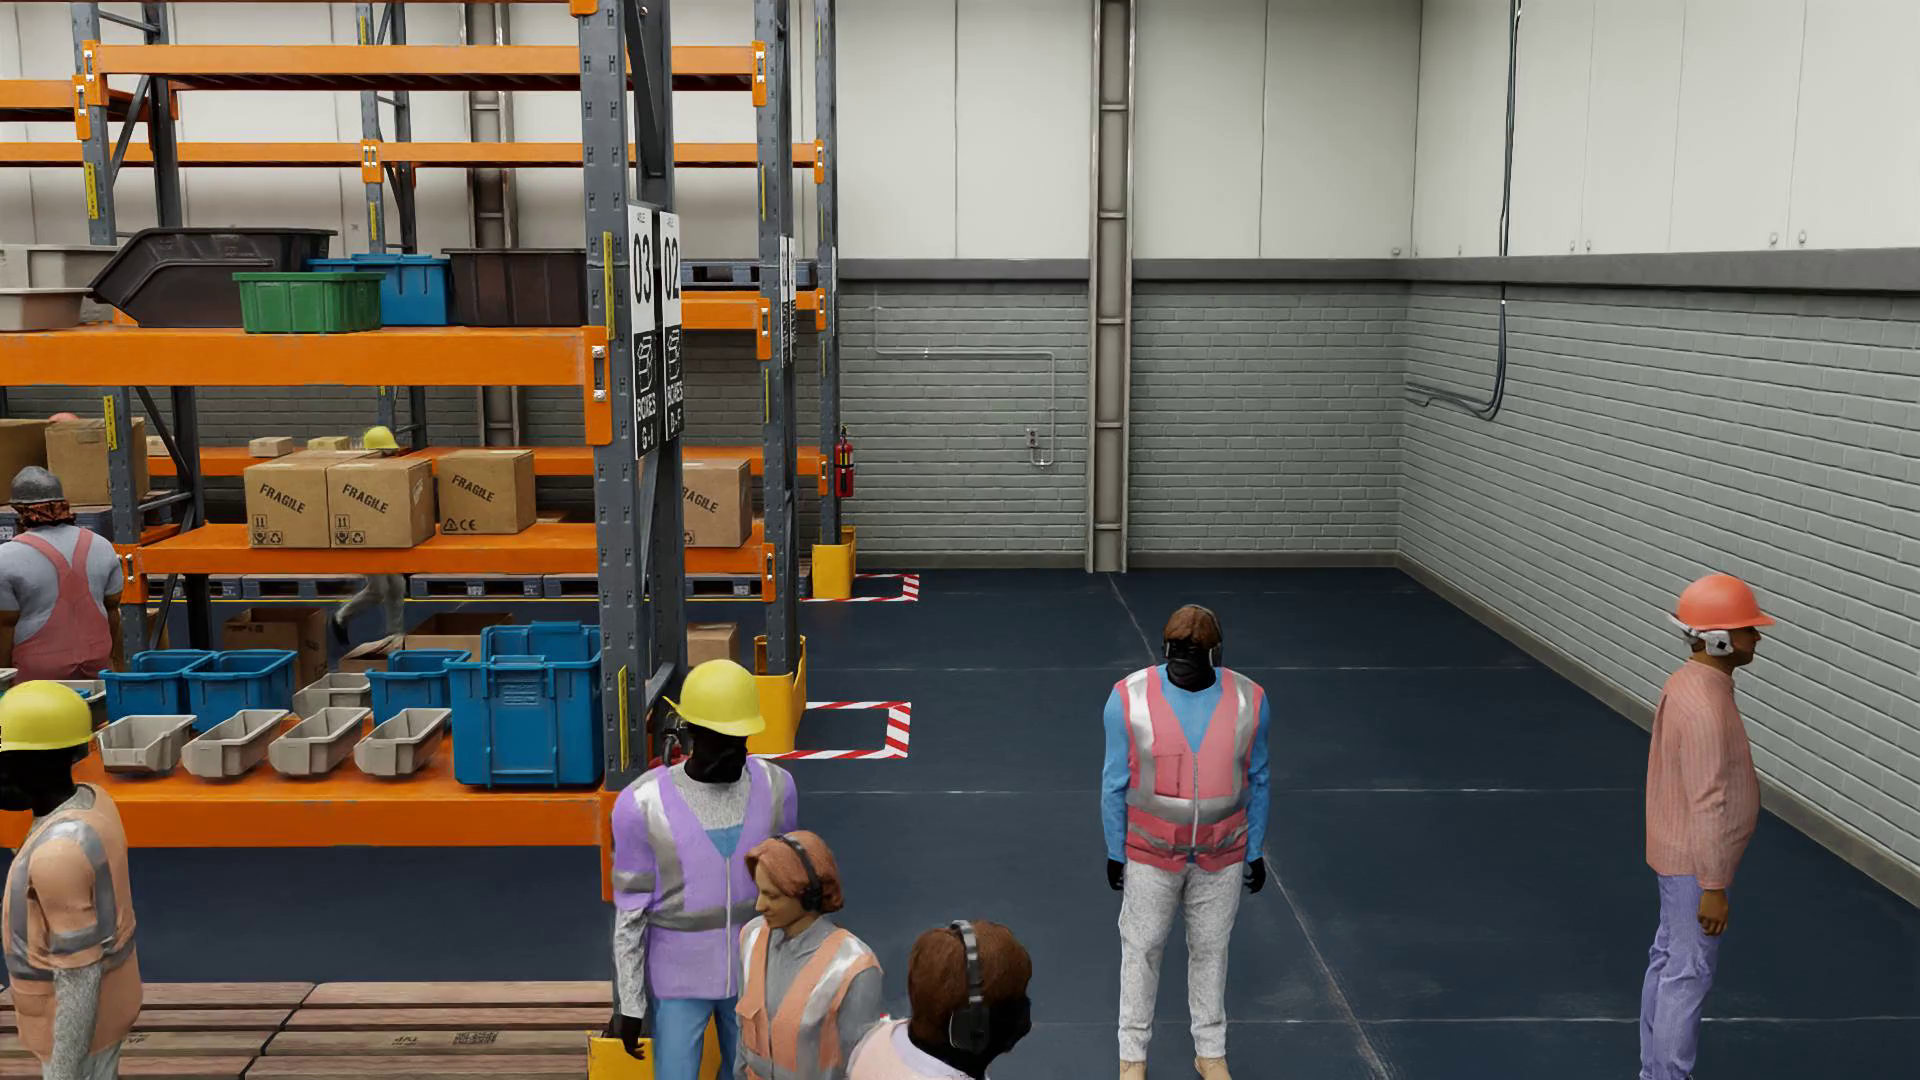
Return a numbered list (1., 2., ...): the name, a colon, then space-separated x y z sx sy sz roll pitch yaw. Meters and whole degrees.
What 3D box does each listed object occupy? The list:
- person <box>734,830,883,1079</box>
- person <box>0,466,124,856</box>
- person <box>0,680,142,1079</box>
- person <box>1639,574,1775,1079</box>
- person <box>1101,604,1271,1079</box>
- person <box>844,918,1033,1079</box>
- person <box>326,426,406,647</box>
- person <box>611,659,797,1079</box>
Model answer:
1. person: -0.387 1.532 4.292 0.526 1.632 0.312 9 13 42
2. person: -4.733 0.615 8.653 0.535 2.000 0.682 5 11 28
3. person: -2.480 1.334 4.607 0.388 1.924 0.618 -4 10 -23
4. person: 2.576 1.104 5.786 0.376 1.997 0.612 3 10 16
5. person: 0.827 1.136 6.083 0.624 1.841 0.430 0 9 -2
6. person: -0.043 1.618 3.288 0.970 1.793 0.643 -3 10 -17
7. person: -4.630 0.007 13.075 0.610 1.811 0.606 1 9 8
8. person: -0.727 1.285 4.943 0.598 1.916 0.398 -6 11 -31
